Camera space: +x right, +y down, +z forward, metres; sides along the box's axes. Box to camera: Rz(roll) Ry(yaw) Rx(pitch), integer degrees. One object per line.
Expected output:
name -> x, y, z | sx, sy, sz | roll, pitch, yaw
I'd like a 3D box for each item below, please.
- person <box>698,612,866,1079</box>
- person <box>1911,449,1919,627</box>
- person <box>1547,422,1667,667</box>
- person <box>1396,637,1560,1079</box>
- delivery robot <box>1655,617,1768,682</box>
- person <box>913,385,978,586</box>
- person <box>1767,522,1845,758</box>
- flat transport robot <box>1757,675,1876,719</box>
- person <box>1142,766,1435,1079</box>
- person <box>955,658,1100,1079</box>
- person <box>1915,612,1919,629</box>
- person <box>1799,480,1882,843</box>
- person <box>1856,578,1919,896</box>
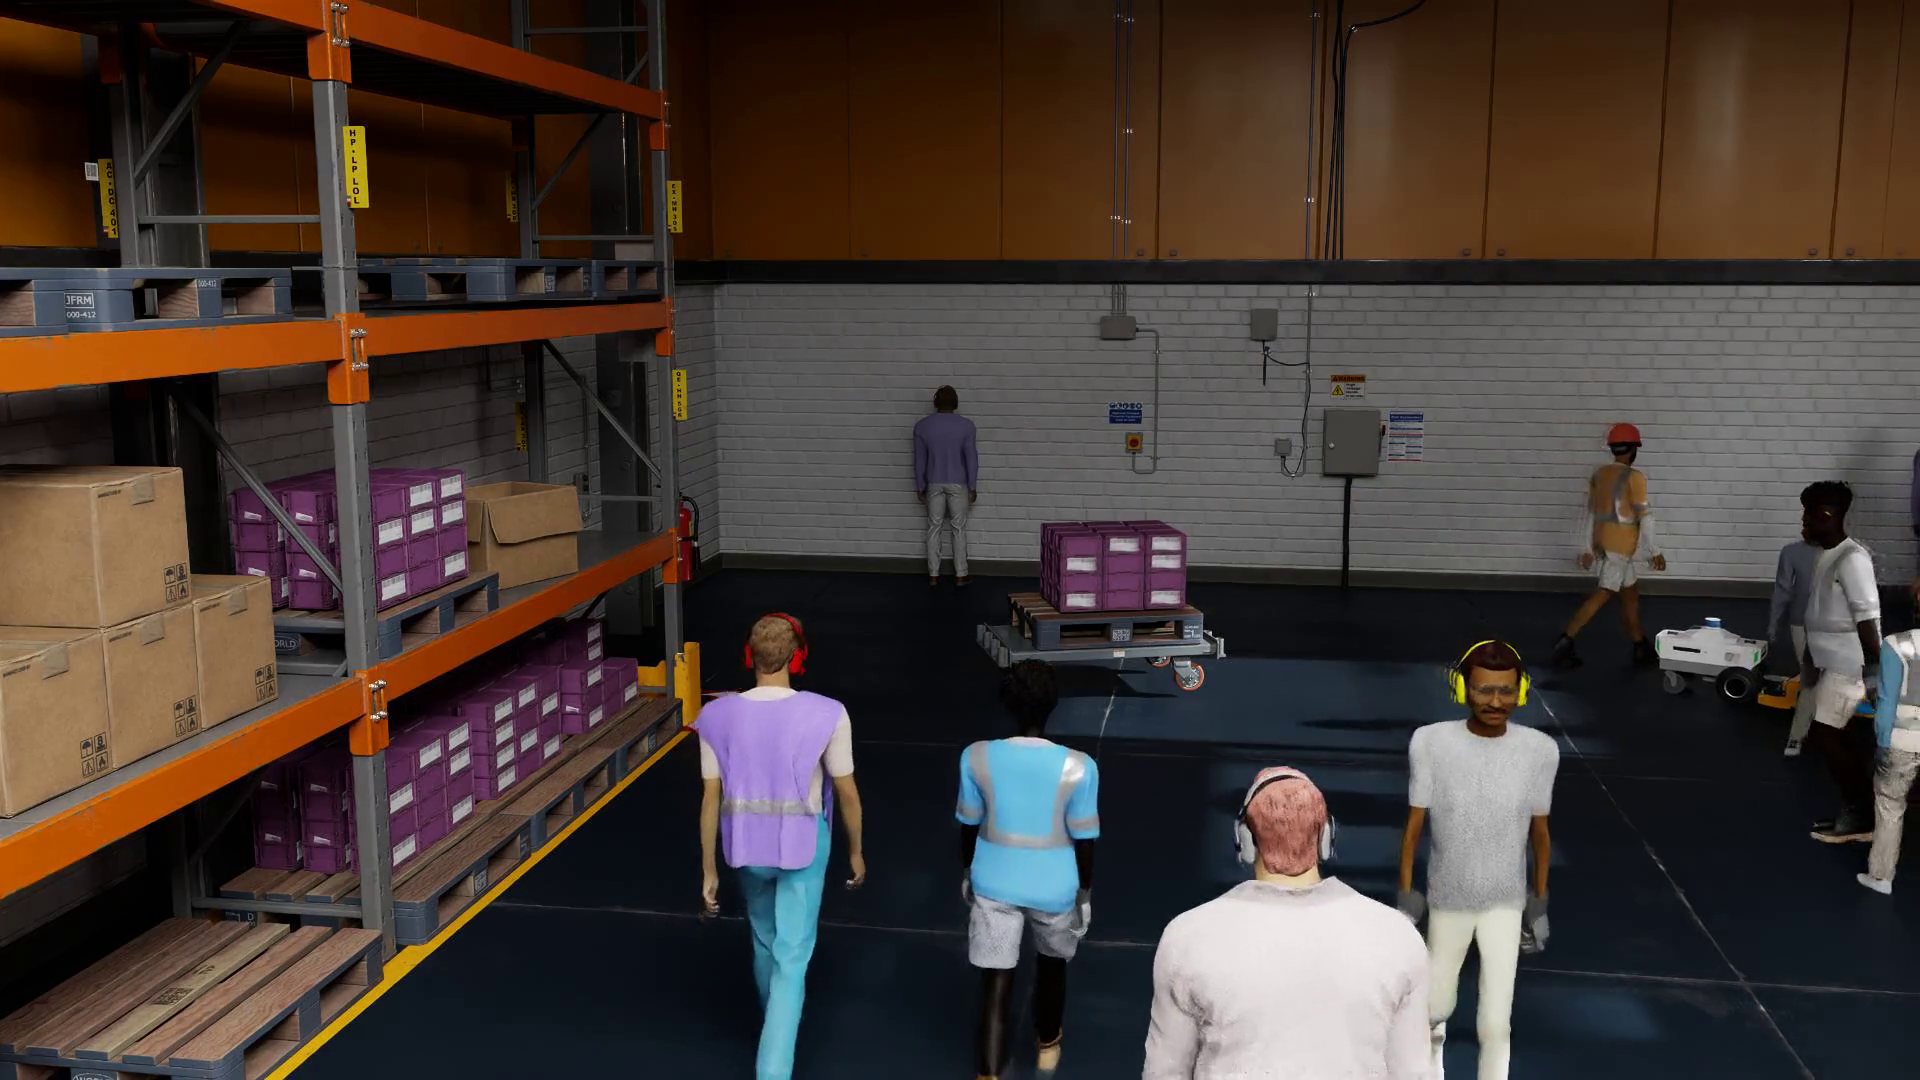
person -> -0.664, 1.164, 6.095 | 0.579, 1.802, 0.963 | 2, 9, 11
person -> 8.303, -0.155, 13.908 | 0.396, 1.899, 0.654 | -8, 12, -40
person -> 4.987, 0.041, 12.759 | 1.010, 1.884, 0.573 | -1, 9, -6
person -> 1.744, 1.208, 5.674 | 0.528, 1.836, 0.844 | 2, 9, 10
delivery robot -> 5.352, 0.796, 11.866 | 0.707, 0.478, 0.477 | 7, 11, 36
person -> -0.132, -0.521, 16.020 | 0.627, 1.941, 0.371 | 2, 9, 12
person -> 5.449, 0.539, 10.583 | 0.513, 1.586, 0.851 | 8, 12, 41
flat transport robot -> 6.274, 1.077, 11.294 | 1.431, 0.197, 0.652 | 8, 12, 39
person -> 0.772, 1.461, 4.058 | 0.664, 1.846, 1.029 | 0, 9, 0
person -> 0.233, 1.252, 5.959 | 0.530, 1.664, 0.850 | 2, 9, 9
person -> 7.588, 0.051, 12.781 | 0.344, 1.847, 0.508 | 1, 9, 8
person -> 4.704, 0.645, 8.867 | 0.533, 1.923, 0.624 | 3, 10, 19
person -> 4.574, 0.976, 7.809 | 0.518, 1.612, 0.739 | 0, 9, 0
